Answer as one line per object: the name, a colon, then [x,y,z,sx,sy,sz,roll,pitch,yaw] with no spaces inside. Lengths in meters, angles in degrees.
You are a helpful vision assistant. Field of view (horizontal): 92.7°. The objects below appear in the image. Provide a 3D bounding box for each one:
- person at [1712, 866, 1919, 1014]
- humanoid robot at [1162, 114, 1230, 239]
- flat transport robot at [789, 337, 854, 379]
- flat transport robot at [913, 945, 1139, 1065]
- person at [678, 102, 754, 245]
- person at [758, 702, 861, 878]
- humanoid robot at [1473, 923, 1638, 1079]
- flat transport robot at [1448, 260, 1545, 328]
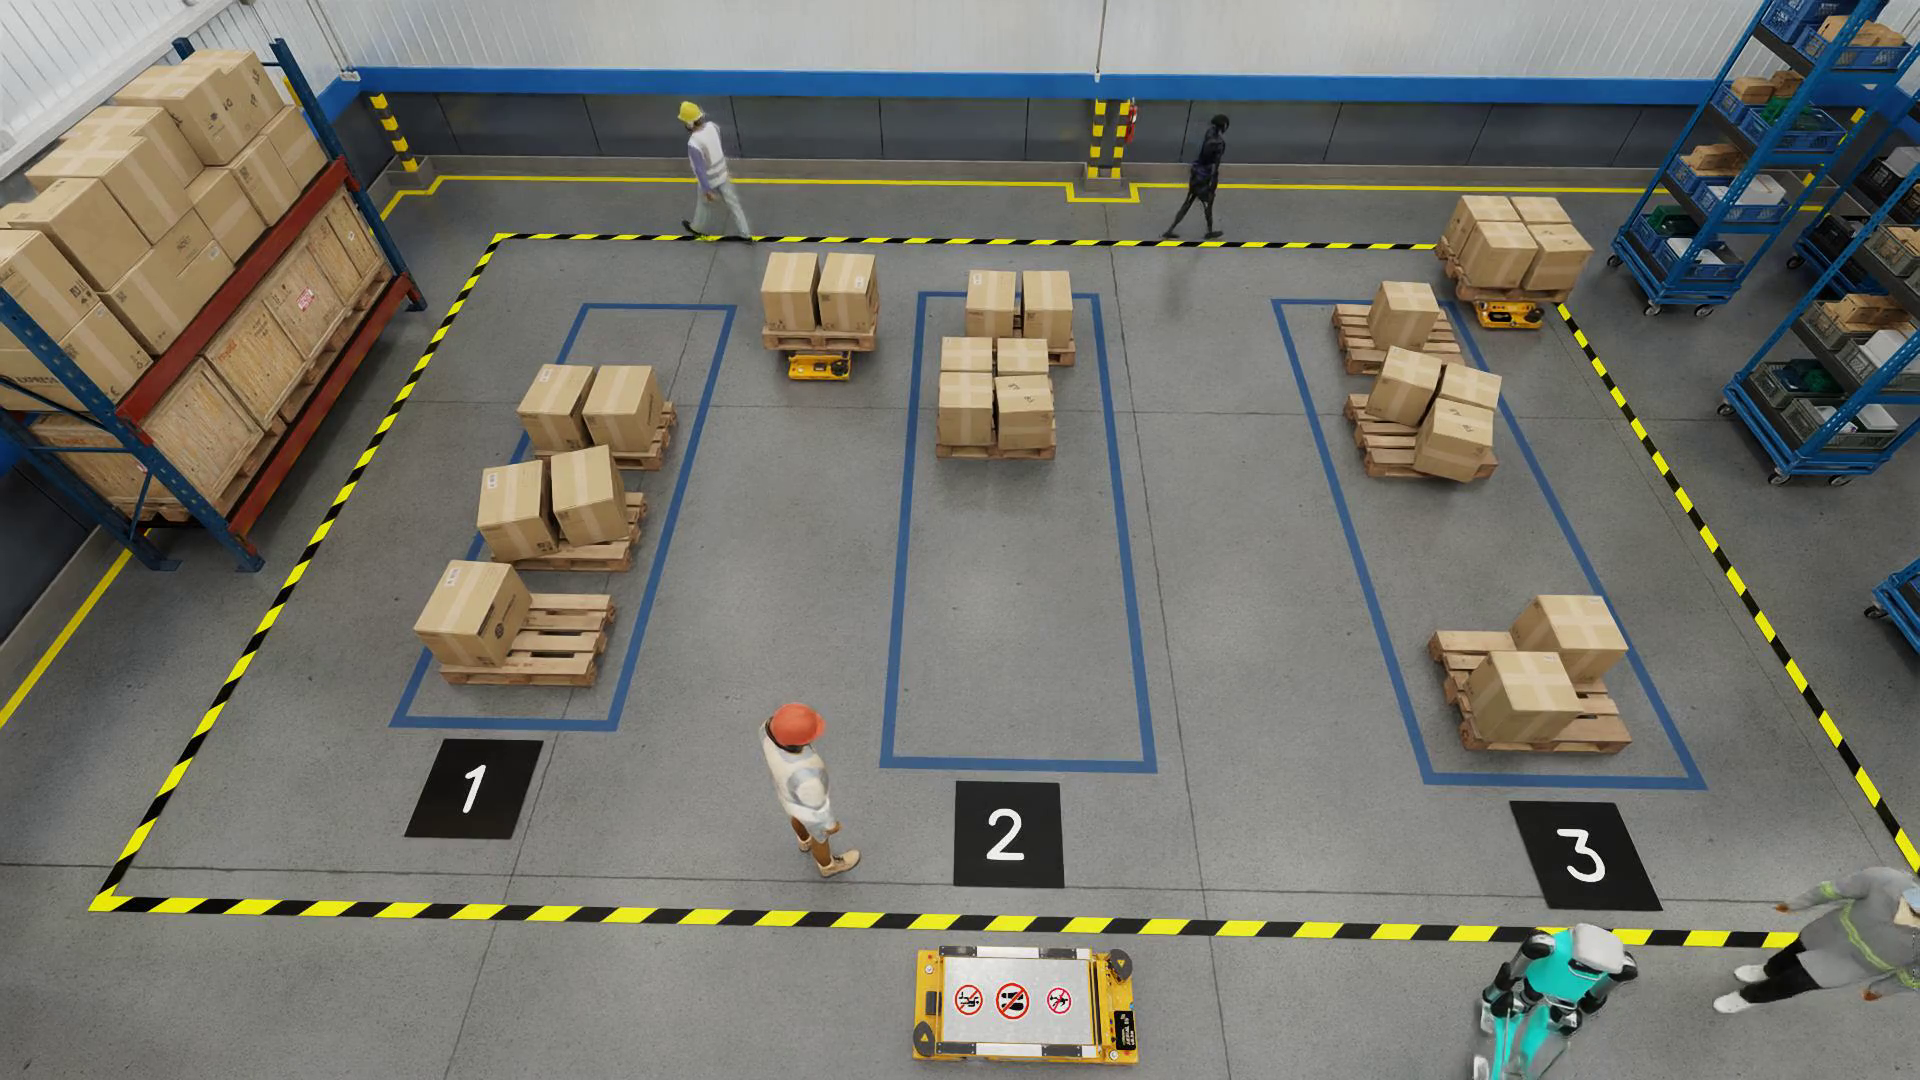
person: [5.235,2.428,5.500,0.716,1.824,0.613,-5,51,-4]
humanoid robot: [2.984,-4.426,11.223,0.793,1.629,0.607,-8,51,-7]
flat transport robot: [-1.527,-2.360,10.392,0.652,0.197,1.431,1,51,1]
flat transport robot: [0.422,3.041,6.007,1.431,0.231,0.659,1,51,1]
person: [-3.073,-4.430,11.122,0.969,1.772,0.579,21,54,16]
person: [-0.985,1.646,6.006,0.389,2.035,0.604,-31,57,-22]
humanoid robot: [3.263,2.825,5.226,0.552,1.743,0.893,13,52,10]
flat transport robot: [6.389,-3.060,10.962,0.652,0.197,1.431,2,51,1]
